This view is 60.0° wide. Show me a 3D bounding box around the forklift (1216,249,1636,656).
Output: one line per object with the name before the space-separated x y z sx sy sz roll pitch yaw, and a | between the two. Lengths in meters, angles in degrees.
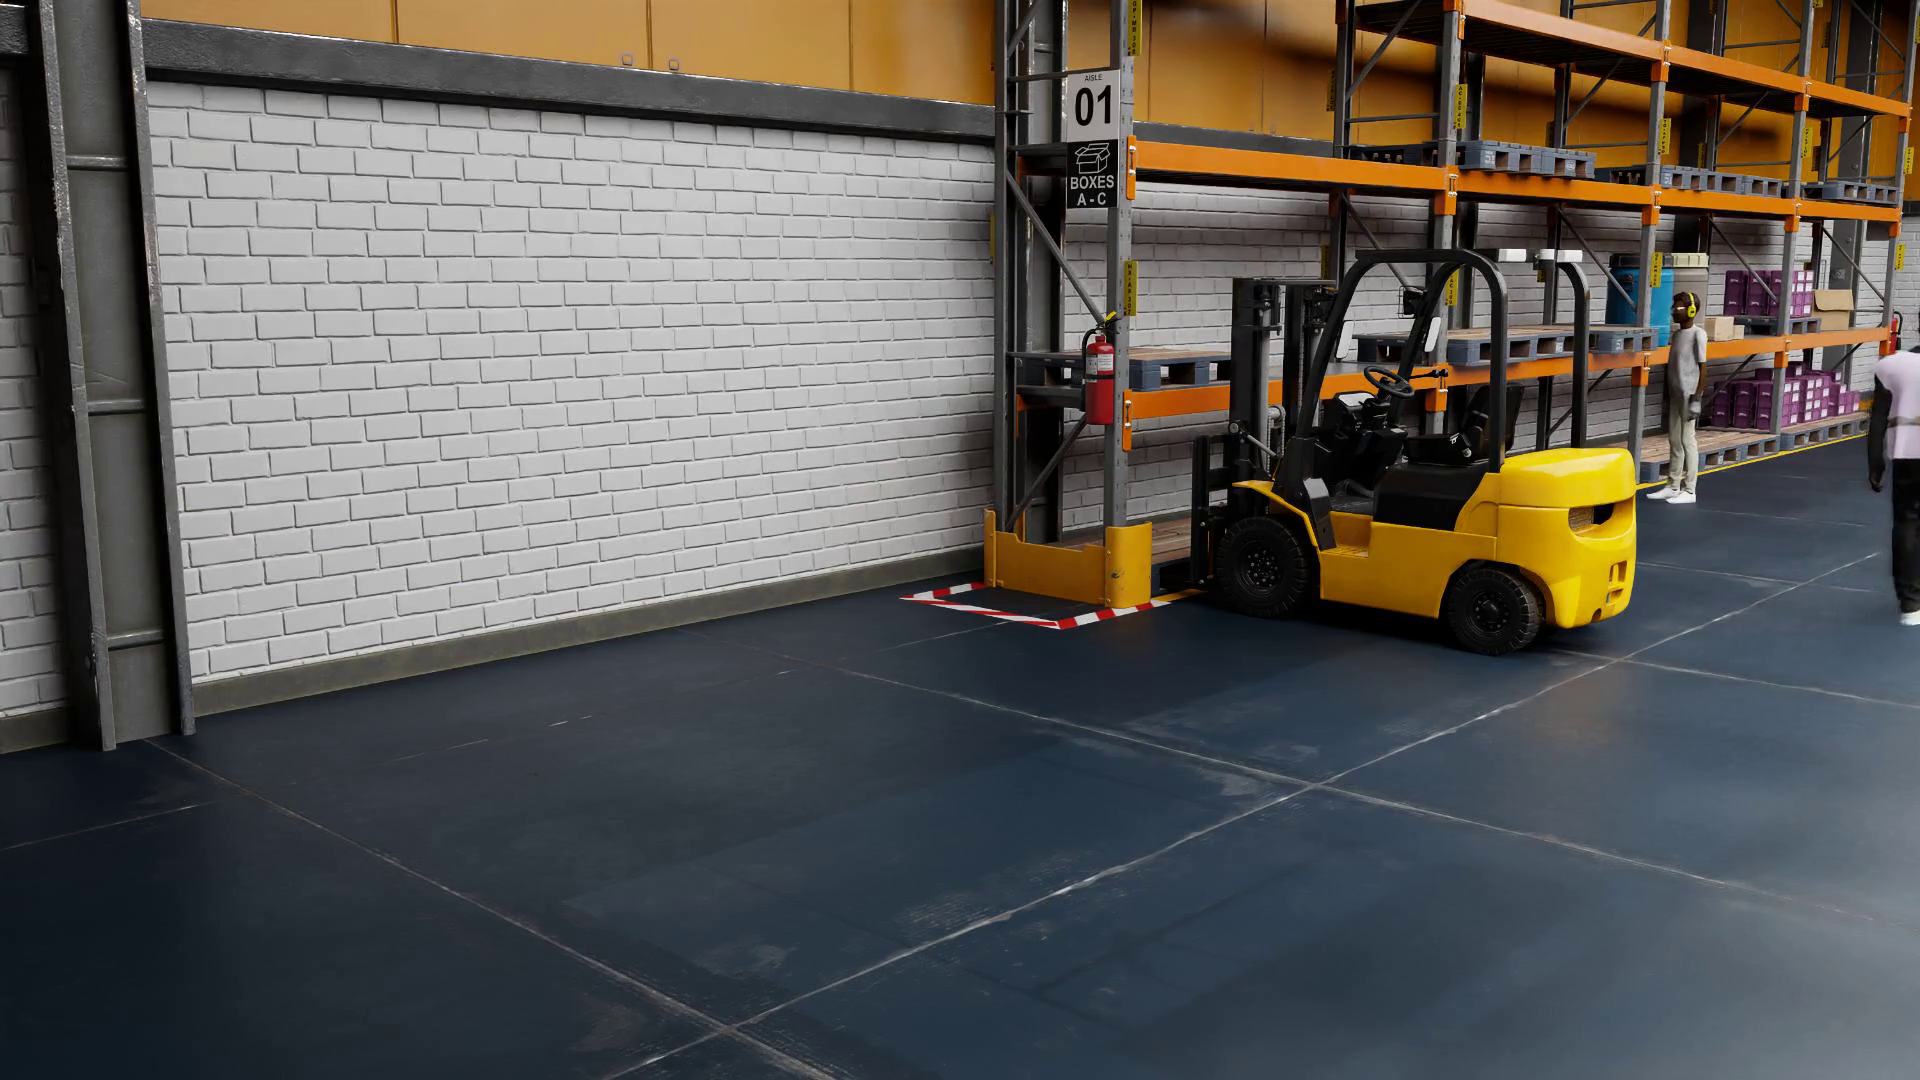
forklift | 2.710 -0.584 9.626 2.313 2.155 1.214 9 13 43

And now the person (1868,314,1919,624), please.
person | 5.770 -0.470 9.881 0.608 1.886 0.886 9 13 43

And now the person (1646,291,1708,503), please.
person | 6.393 -1.255 14.729 0.335 1.873 0.521 -1 9 -5
